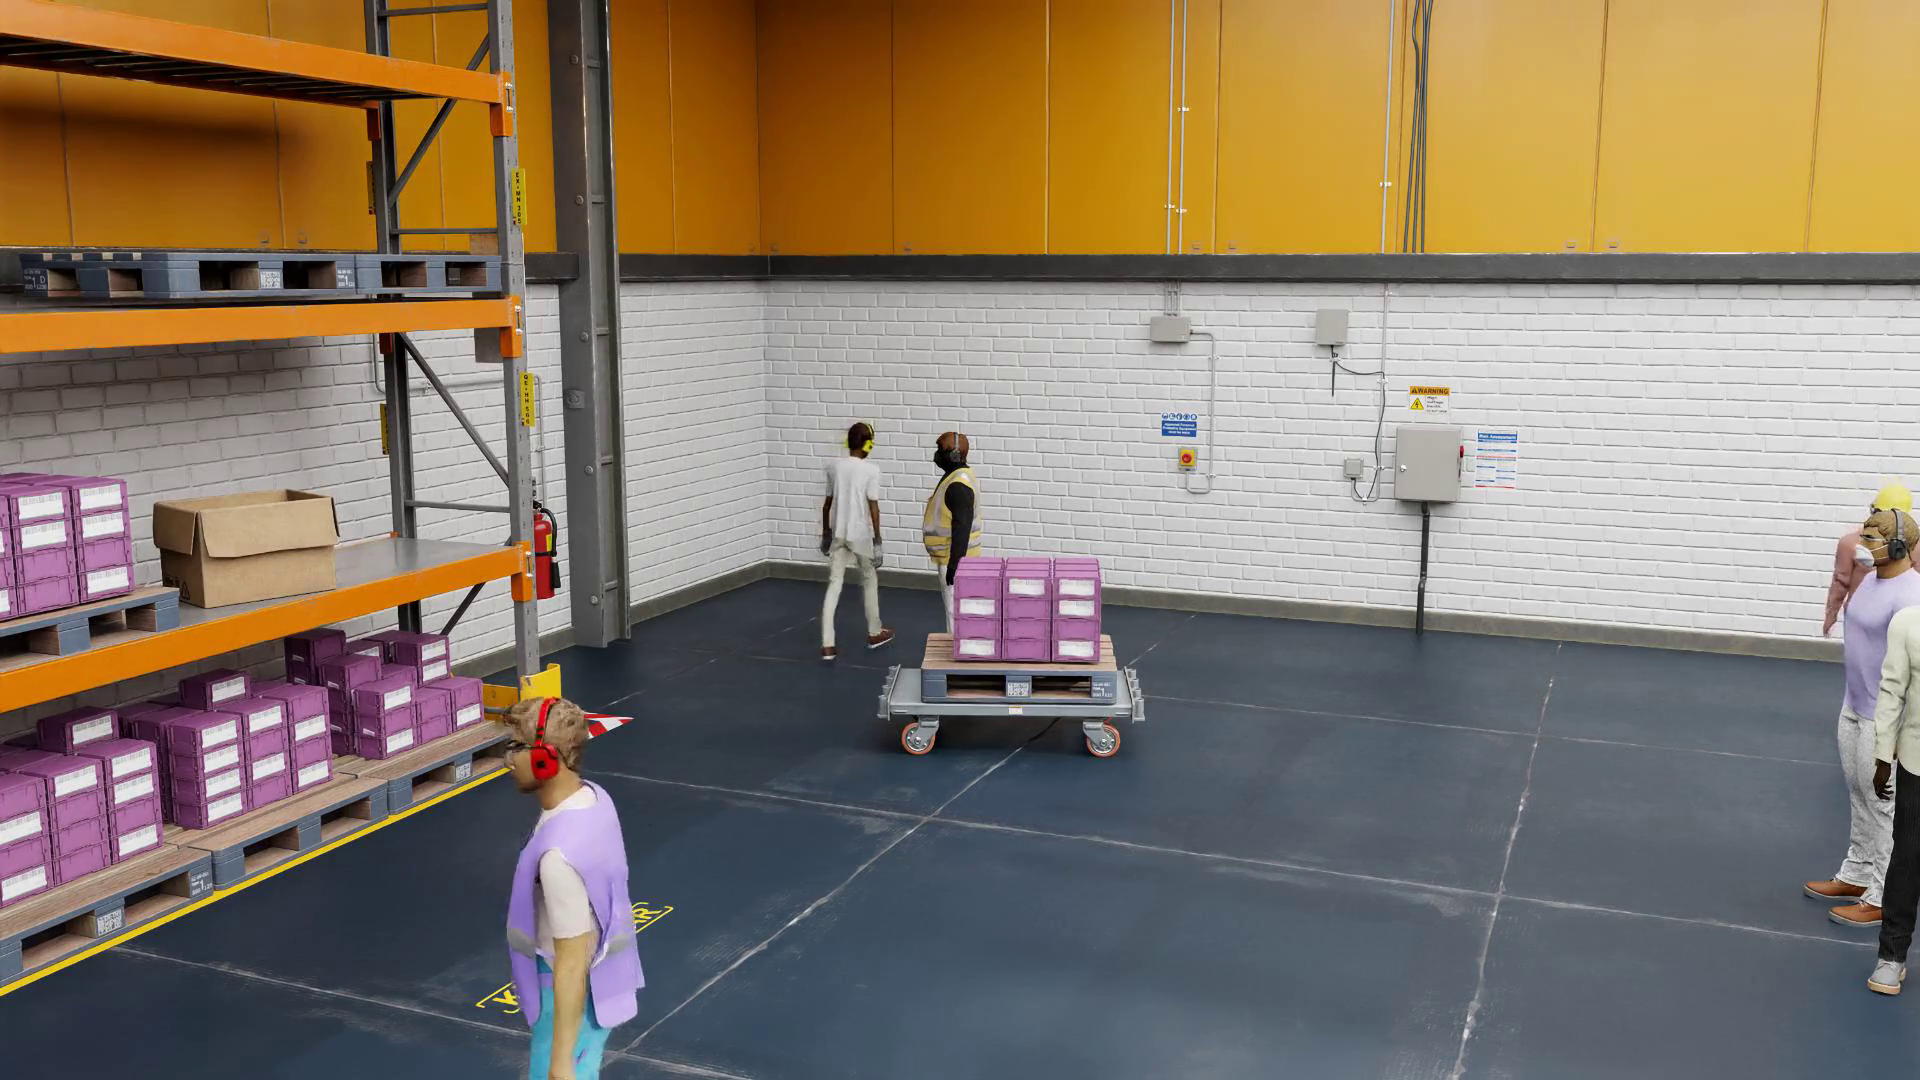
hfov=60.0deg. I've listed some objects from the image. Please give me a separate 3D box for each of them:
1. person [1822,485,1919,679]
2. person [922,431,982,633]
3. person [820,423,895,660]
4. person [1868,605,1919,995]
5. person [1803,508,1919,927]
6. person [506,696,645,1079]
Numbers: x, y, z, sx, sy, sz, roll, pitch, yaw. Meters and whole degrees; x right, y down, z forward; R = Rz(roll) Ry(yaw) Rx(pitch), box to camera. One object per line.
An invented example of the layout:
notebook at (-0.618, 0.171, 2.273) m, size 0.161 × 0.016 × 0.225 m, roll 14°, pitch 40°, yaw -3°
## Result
person at (5.699, 0.480, 10.364) m, size 0.566 × 1.715 × 0.900 m, roll 4°, pitch 10°, yaw 22°
person at (-0.062, 0.128, 12.103) m, size 0.429 × 1.846 × 0.626 m, roll -1°, pitch 9°, yaw -4°
person at (-0.816, -0.007, 12.998) m, size 0.656 × 1.813 × 0.945 m, roll 5°, pitch 10°, yaw 26°
person at (4.092, 0.921, 6.838) m, size 0.612 × 1.997 × 0.375 m, roll 5°, pitch 11°, yaw 29°
person at (4.228, 0.812, 7.674) m, size 0.372 × 1.940 × 0.632 m, roll 2°, pitch 9°, yaw 9°
person at (-1.097, 1.357, 4.733) m, size 0.382 × 1.831 × 0.626 m, roll -1°, pitch 9°, yaw -5°
